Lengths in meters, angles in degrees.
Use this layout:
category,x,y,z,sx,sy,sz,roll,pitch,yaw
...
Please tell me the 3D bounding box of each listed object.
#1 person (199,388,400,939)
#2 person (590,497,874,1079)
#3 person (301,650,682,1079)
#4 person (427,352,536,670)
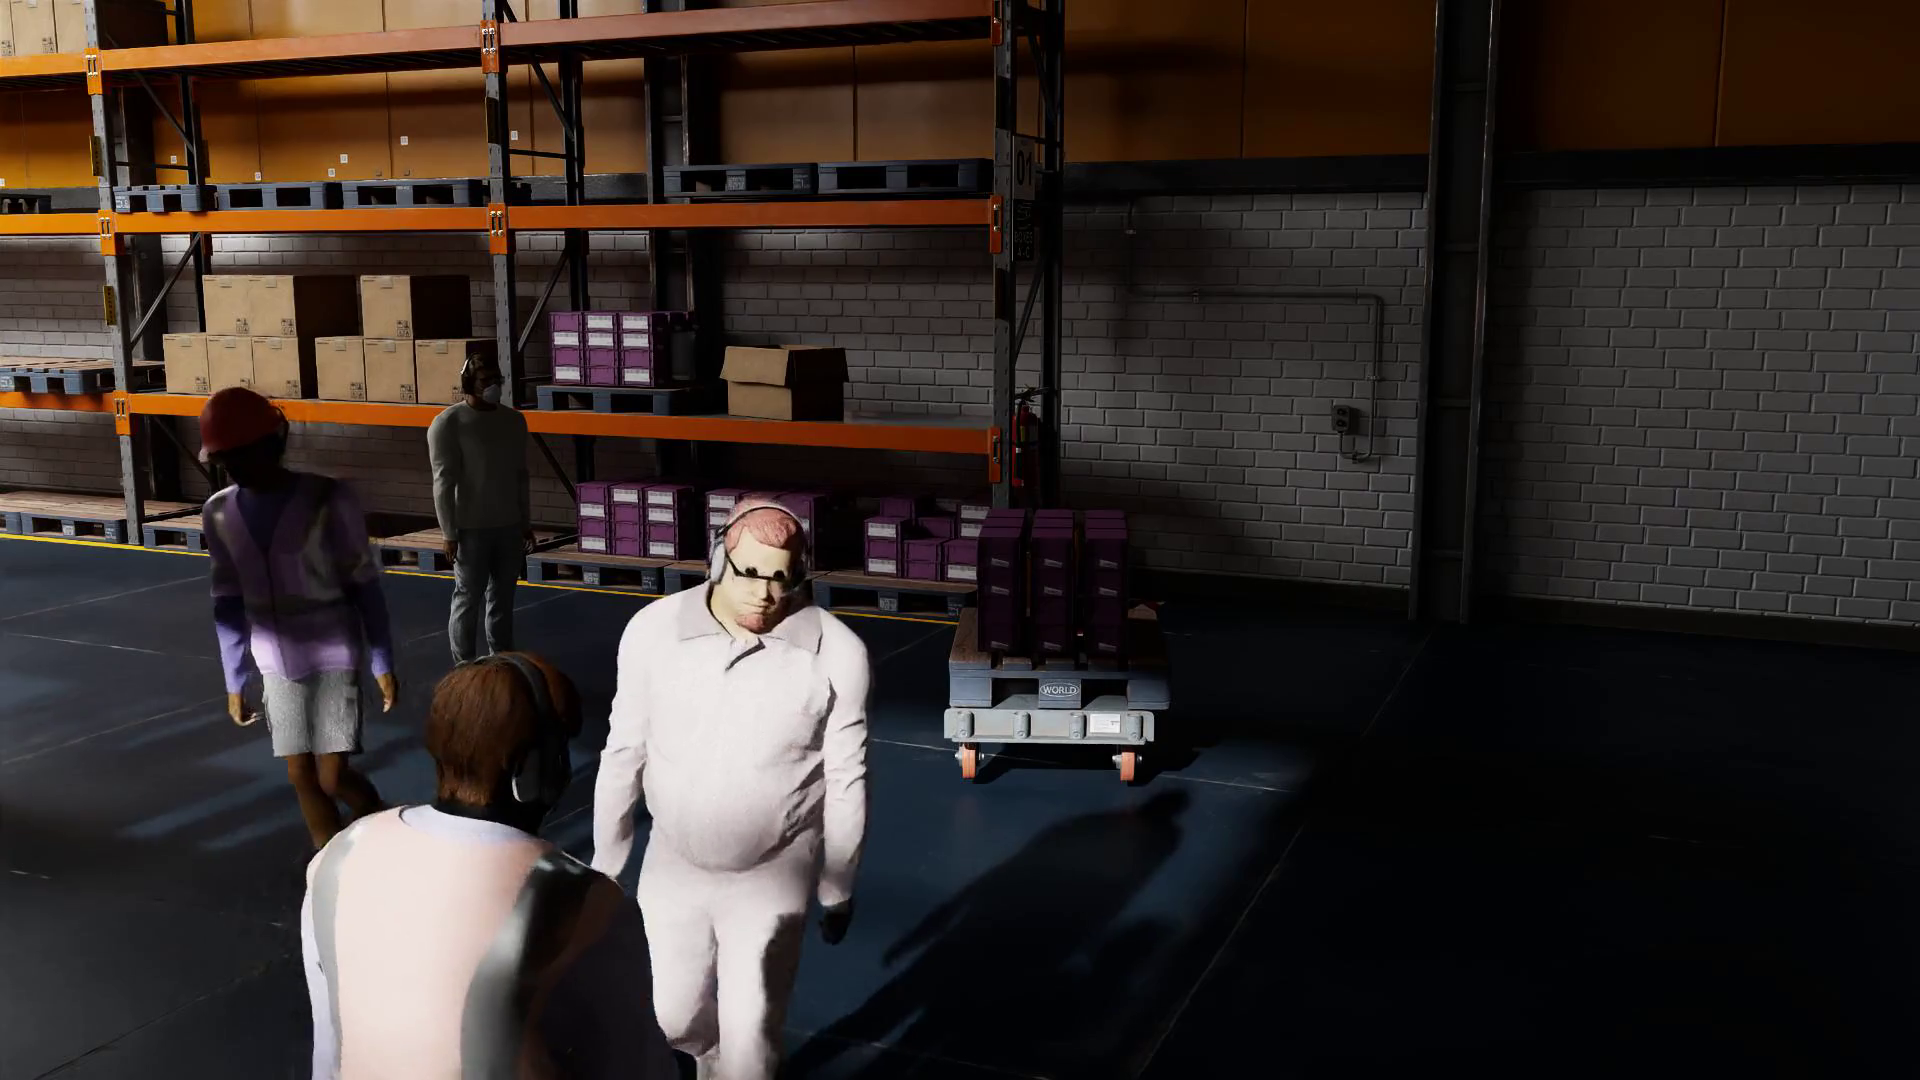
category,x,y,z,sx,sy,sz,roll,pitch,yaw
person,-2.352,0.449,5.931,0.676,1.995,0.578,2,10,13
person,-0.566,0.796,4.200,0.723,1.872,0.605,1,10,6
person,-0.674,1.065,2.743,0.665,1.818,0.694,6,11,30
person,-2.603,-0.064,9.165,0.373,1.940,0.629,7,11,34
